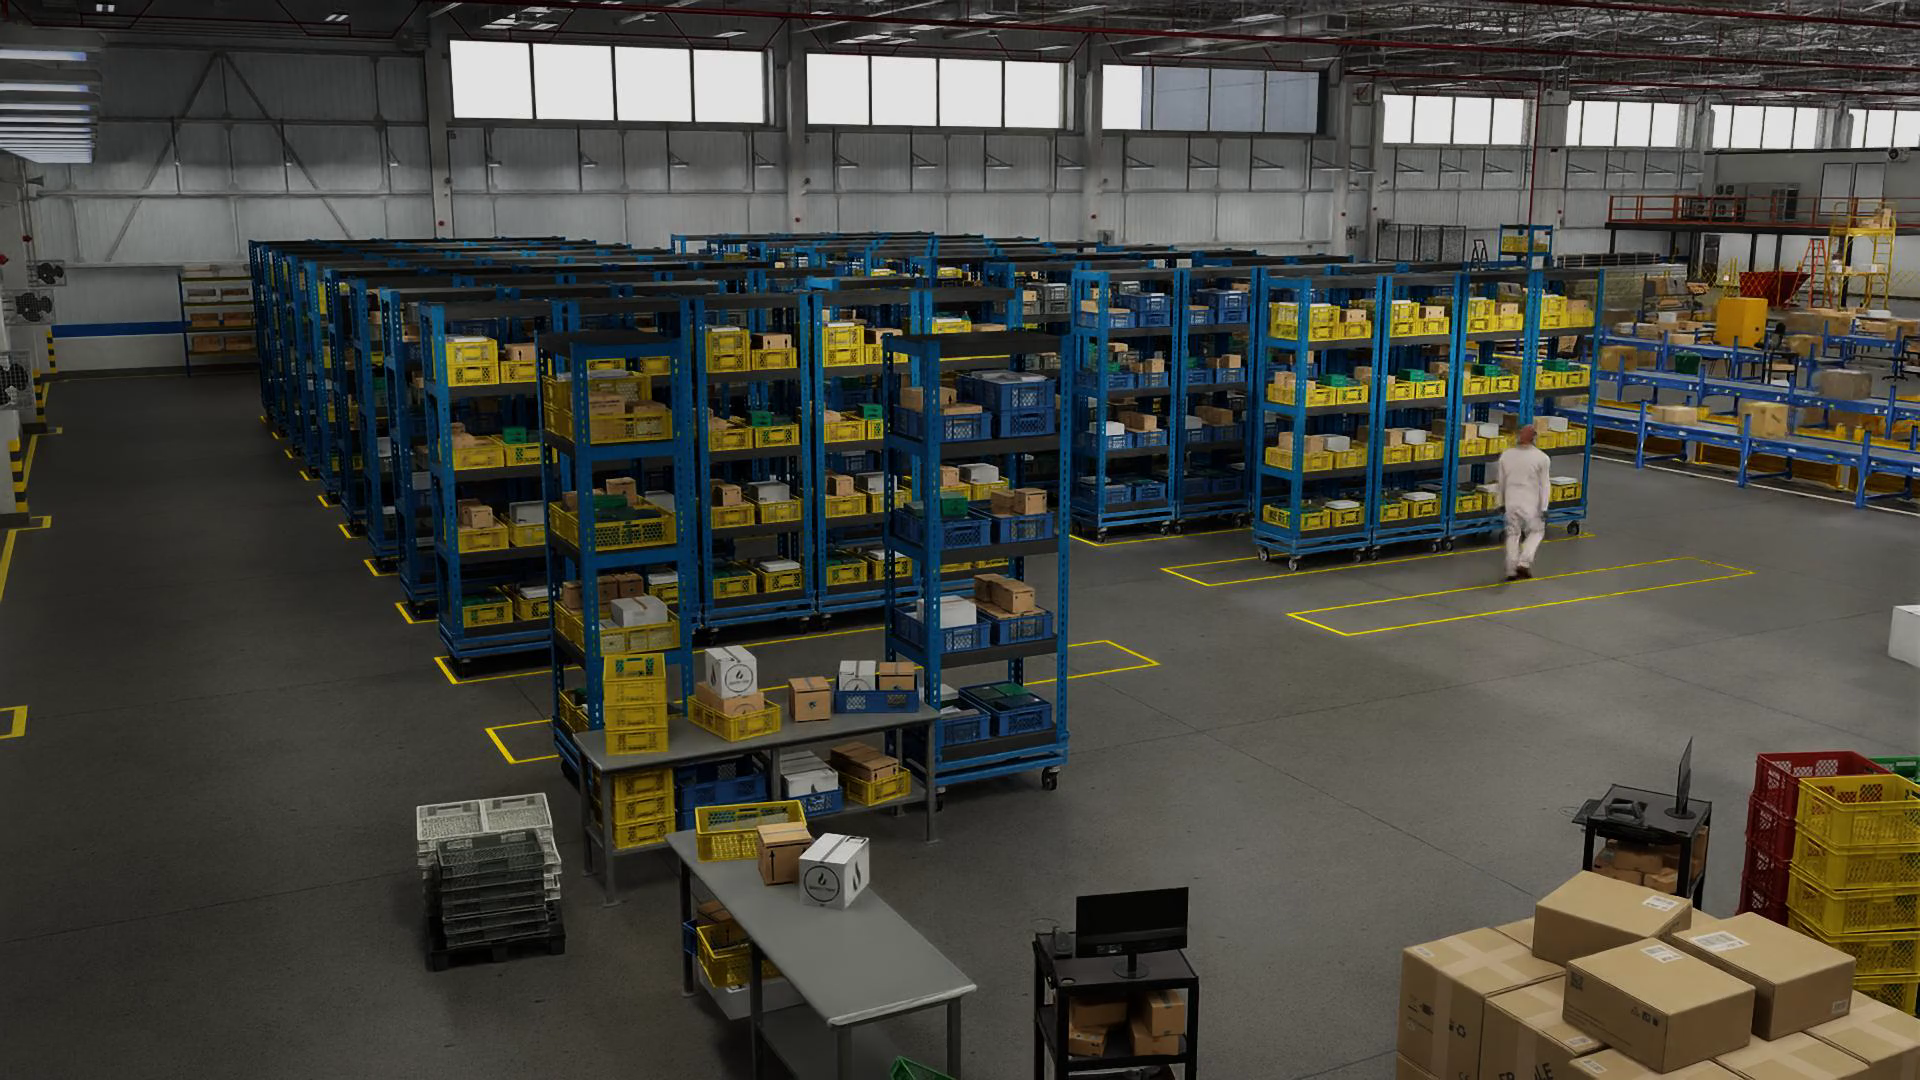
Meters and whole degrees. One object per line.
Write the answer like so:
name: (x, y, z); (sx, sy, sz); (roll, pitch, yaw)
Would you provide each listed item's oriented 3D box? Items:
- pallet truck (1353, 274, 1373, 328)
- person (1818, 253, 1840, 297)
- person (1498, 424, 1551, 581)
pallet truck: (13.011, -8.050, 55.243); (0.823, 1.965, 1.885); (-7, 14, -28)
person: (36.759, -11.175, 70.208); (0.594, 1.845, 0.892); (-8, 14, -32)
person: (6.751, -0.441, 19.887); (0.675, 1.891, 0.428); (11, 17, 43)
